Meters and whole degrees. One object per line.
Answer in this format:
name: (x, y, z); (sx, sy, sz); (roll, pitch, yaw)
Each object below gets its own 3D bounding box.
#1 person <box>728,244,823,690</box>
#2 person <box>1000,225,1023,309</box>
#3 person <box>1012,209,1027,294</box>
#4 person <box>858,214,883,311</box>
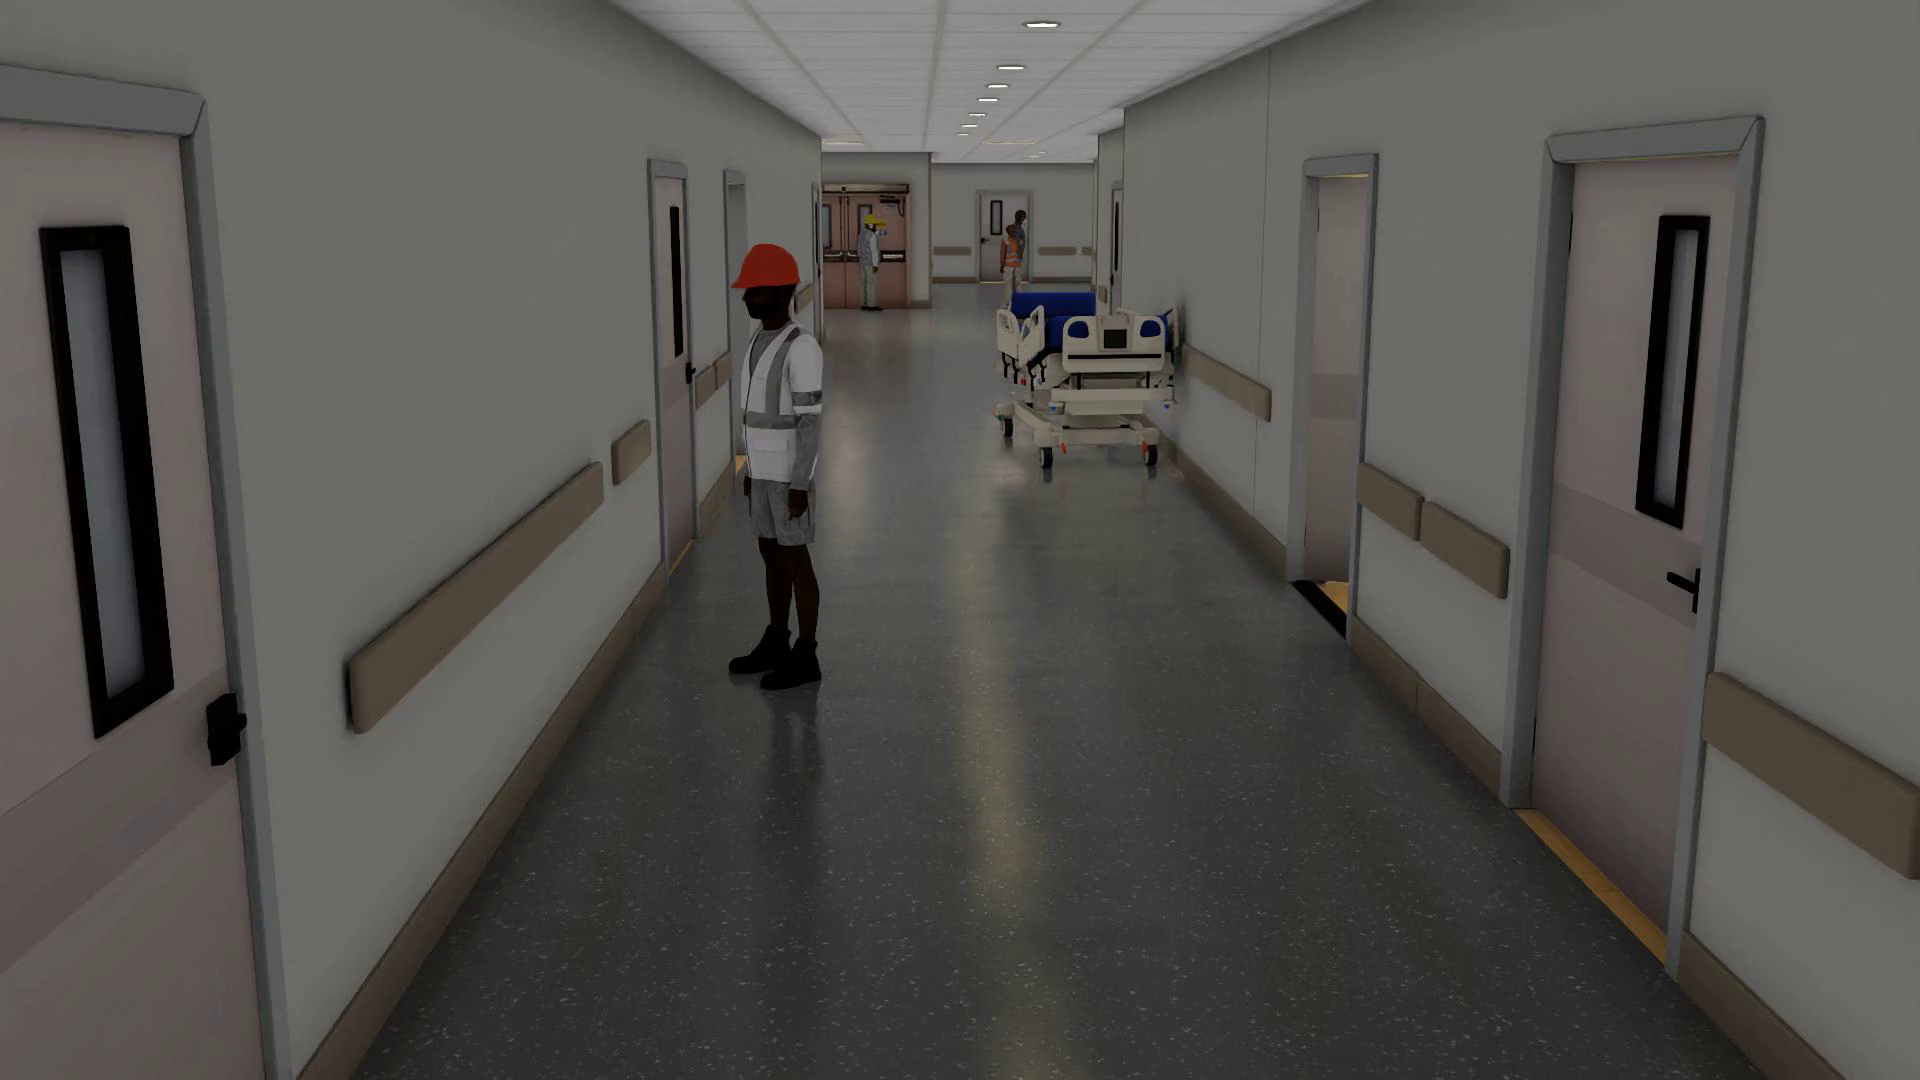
person: (-0.811, -0.315, 7.286); (0.361, 1.940, 0.543); (-7, 14, -32)
person: (1.013, -5.327, 32.462); (0.516, 1.630, 0.314); (-8, 14, -34)
person: (1.141, -5.516, 32.666); (0.391, 1.928, 0.636); (0, 12, 2)
person: (-1.722, -5.291, 31.785); (0.404, 1.833, 0.592); (-7, 14, -31)
